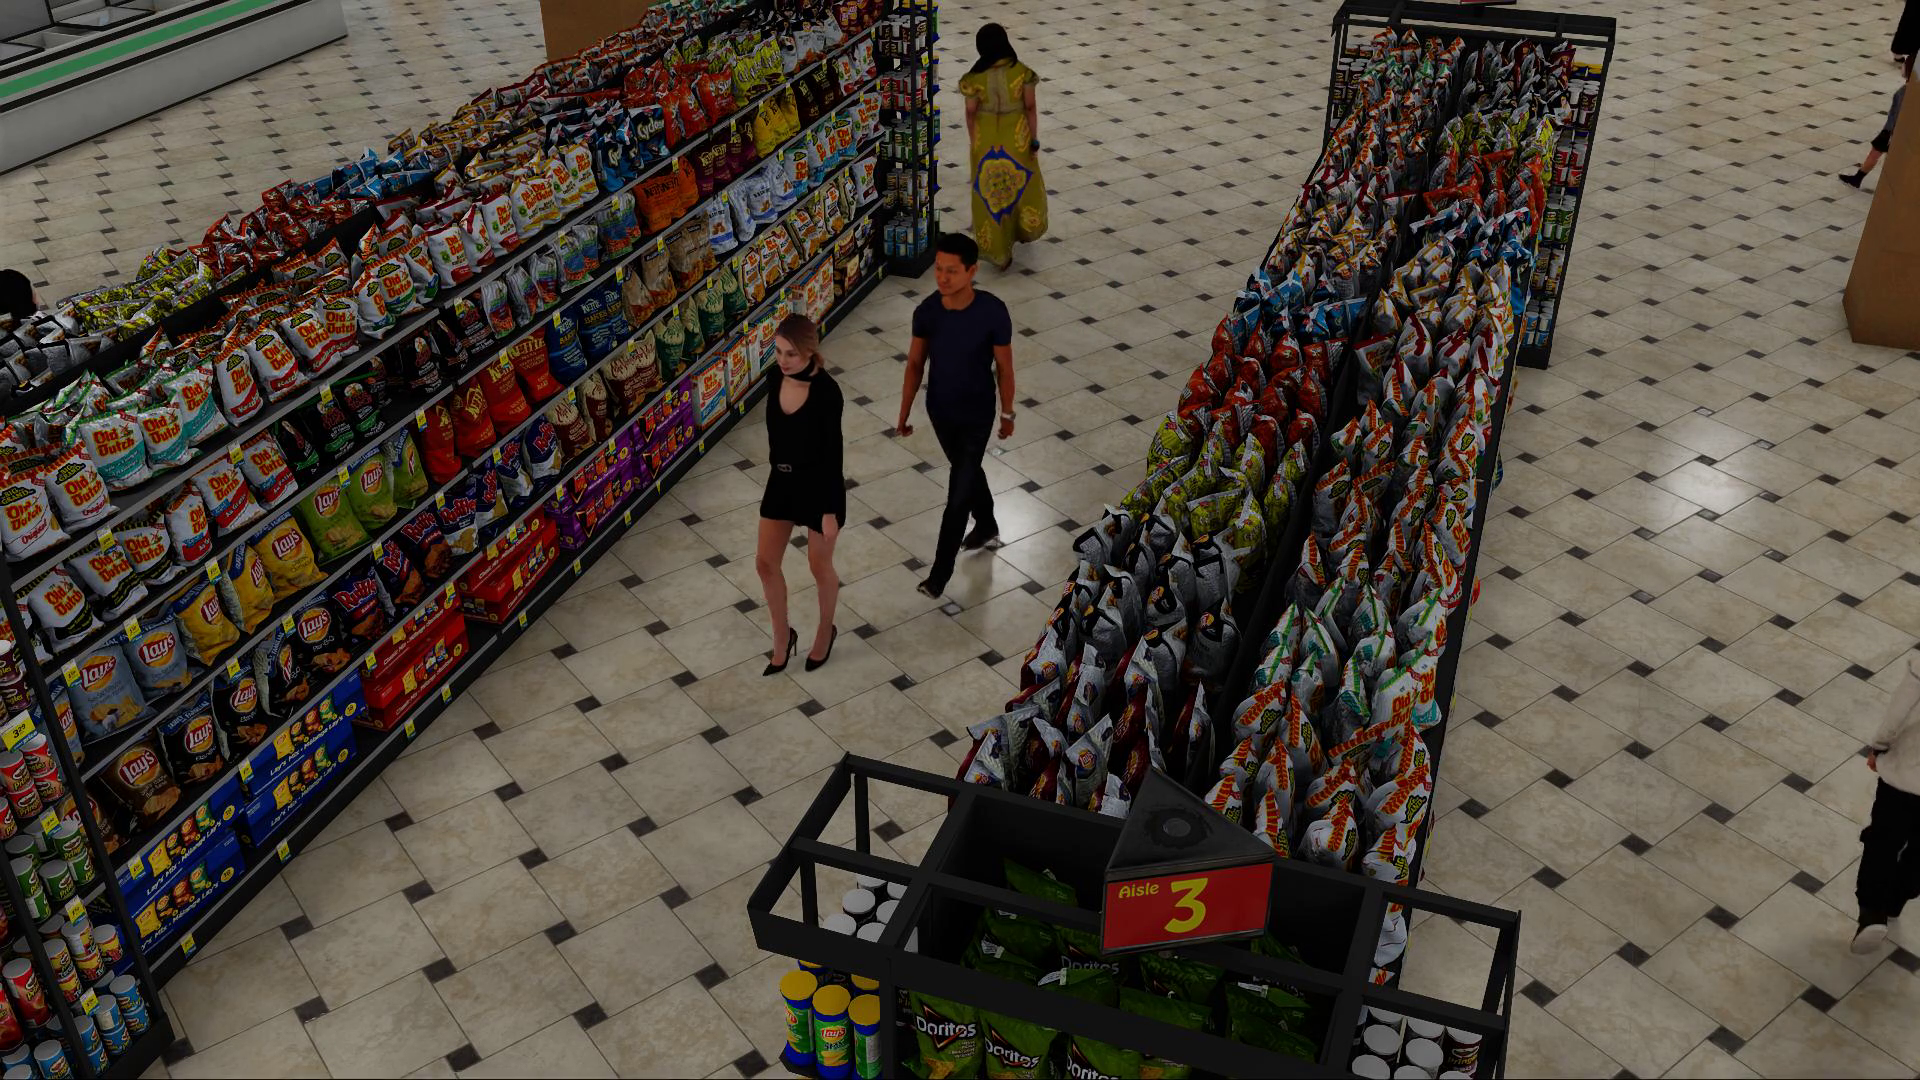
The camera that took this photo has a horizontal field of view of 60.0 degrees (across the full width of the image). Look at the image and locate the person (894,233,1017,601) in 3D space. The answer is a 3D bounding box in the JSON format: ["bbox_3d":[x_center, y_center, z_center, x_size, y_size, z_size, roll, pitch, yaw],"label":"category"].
[{"bbox_3d":[0.052,-0.634,7.901,0.790,1.741,1.147,16,35,24],"label":"person"}]

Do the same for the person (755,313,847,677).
[{"bbox_3d":[-0.621,-0.207,7.200,0.671,1.756,0.683,19,37,28],"label":"person"}]

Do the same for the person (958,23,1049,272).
[{"bbox_3d":[0.274,-2.596,11.163,1.146,1.626,1.293,-3,32,-4],"label":"person"}]

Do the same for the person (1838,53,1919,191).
[{"bbox_3d":[7.081,-3.070,12.444,0.806,1.077,0.778,-24,39,-34],"label":"person"}]

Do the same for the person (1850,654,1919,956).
[{"bbox_3d":[3.395,0.847,5.802,0.656,1.443,0.877,16,35,24],"label":"person"}]
